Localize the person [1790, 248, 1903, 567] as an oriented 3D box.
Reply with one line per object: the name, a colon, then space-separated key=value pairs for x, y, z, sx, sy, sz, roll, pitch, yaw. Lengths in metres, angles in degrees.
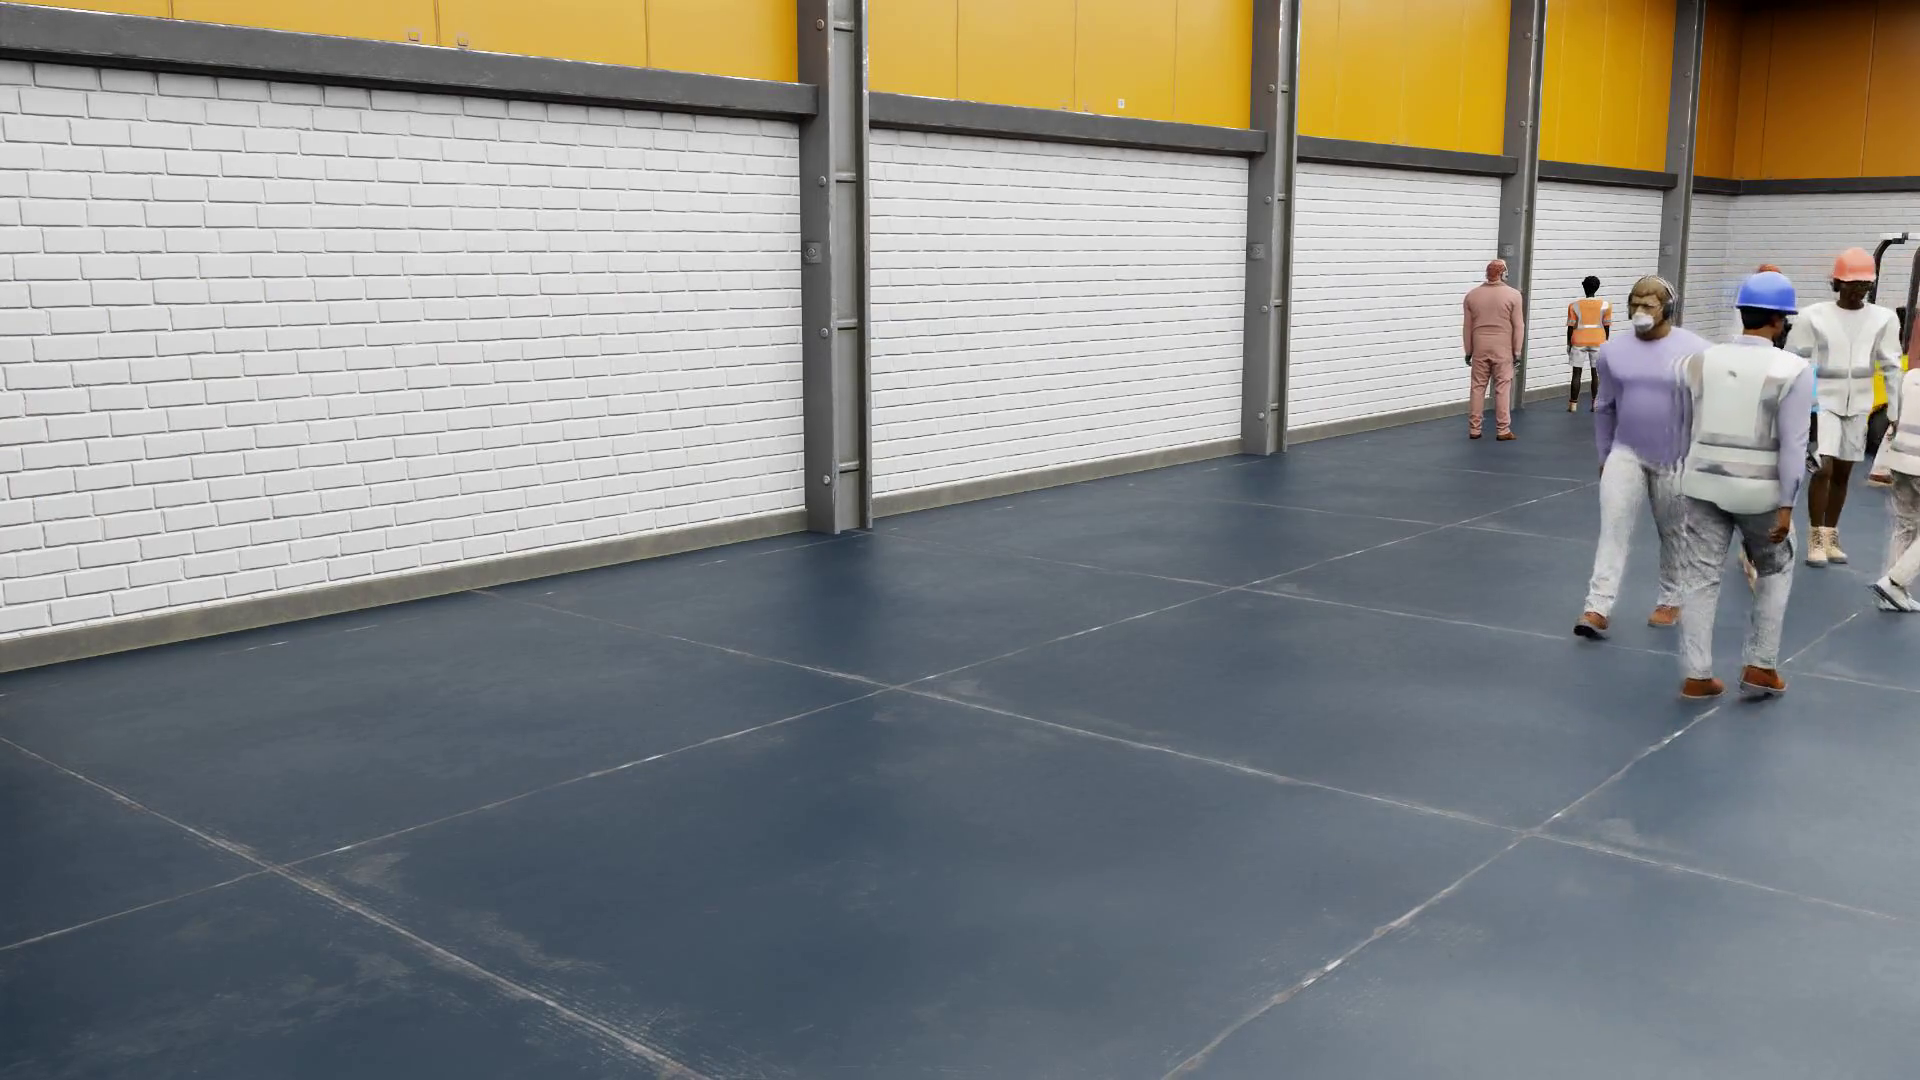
person: x=5.619 y=-0.822 z=10.557 sx=0.638 sy=2.013 sz=0.682 roll=2 pitch=10 yaw=9

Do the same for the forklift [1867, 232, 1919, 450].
forklift: x=9.955 y=-1.972 z=16.595 sx=2.313 sy=2.155 sz=1.214 roll=1 pitch=10 yaw=8

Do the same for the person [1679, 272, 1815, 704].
person: x=3.512 y=-0.223 z=7.433 sx=0.686 sy=1.920 sz=0.606 roll=-8 pitch=13 yaw=-40

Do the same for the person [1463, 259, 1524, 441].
person: x=5.651 y=-2.005 z=17.602 sx=0.636 sy=1.911 sz=0.405 roll=7 pitch=12 yaw=36

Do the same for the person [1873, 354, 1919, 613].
person: x=5.259 y=-0.374 z=9.107 sx=0.386 sy=1.621 sz=0.549 roll=-2 pitch=10 yaw=-9

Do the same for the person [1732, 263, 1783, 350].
person: x=7.997 y=-1.833 z=16.716 sx=0.622 sy=1.871 sz=0.476 roll=-3 pitch=10 yaw=-17

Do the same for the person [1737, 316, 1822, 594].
person: x=4.837 y=-0.543 z=9.997 sx=0.537 sy=1.655 sz=0.861 roll=1 pitch=10 yaw=5

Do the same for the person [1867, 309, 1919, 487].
person: x=8.196 y=-1.363 z=13.836 sx=1.059 sy=1.931 sz=0.622 roll=5 pitch=11 yaw=24

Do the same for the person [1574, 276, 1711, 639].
person: x=3.572 y=-0.417 z=8.652 sx=0.634 sy=1.883 sz=1.001 roll=8 pitch=13 yaw=40

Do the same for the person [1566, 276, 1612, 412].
person: x=7.754 y=-2.412 z=20.544 sx=0.530 sy=1.689 sz=0.321 roll=3 pitch=10 yaw=17
